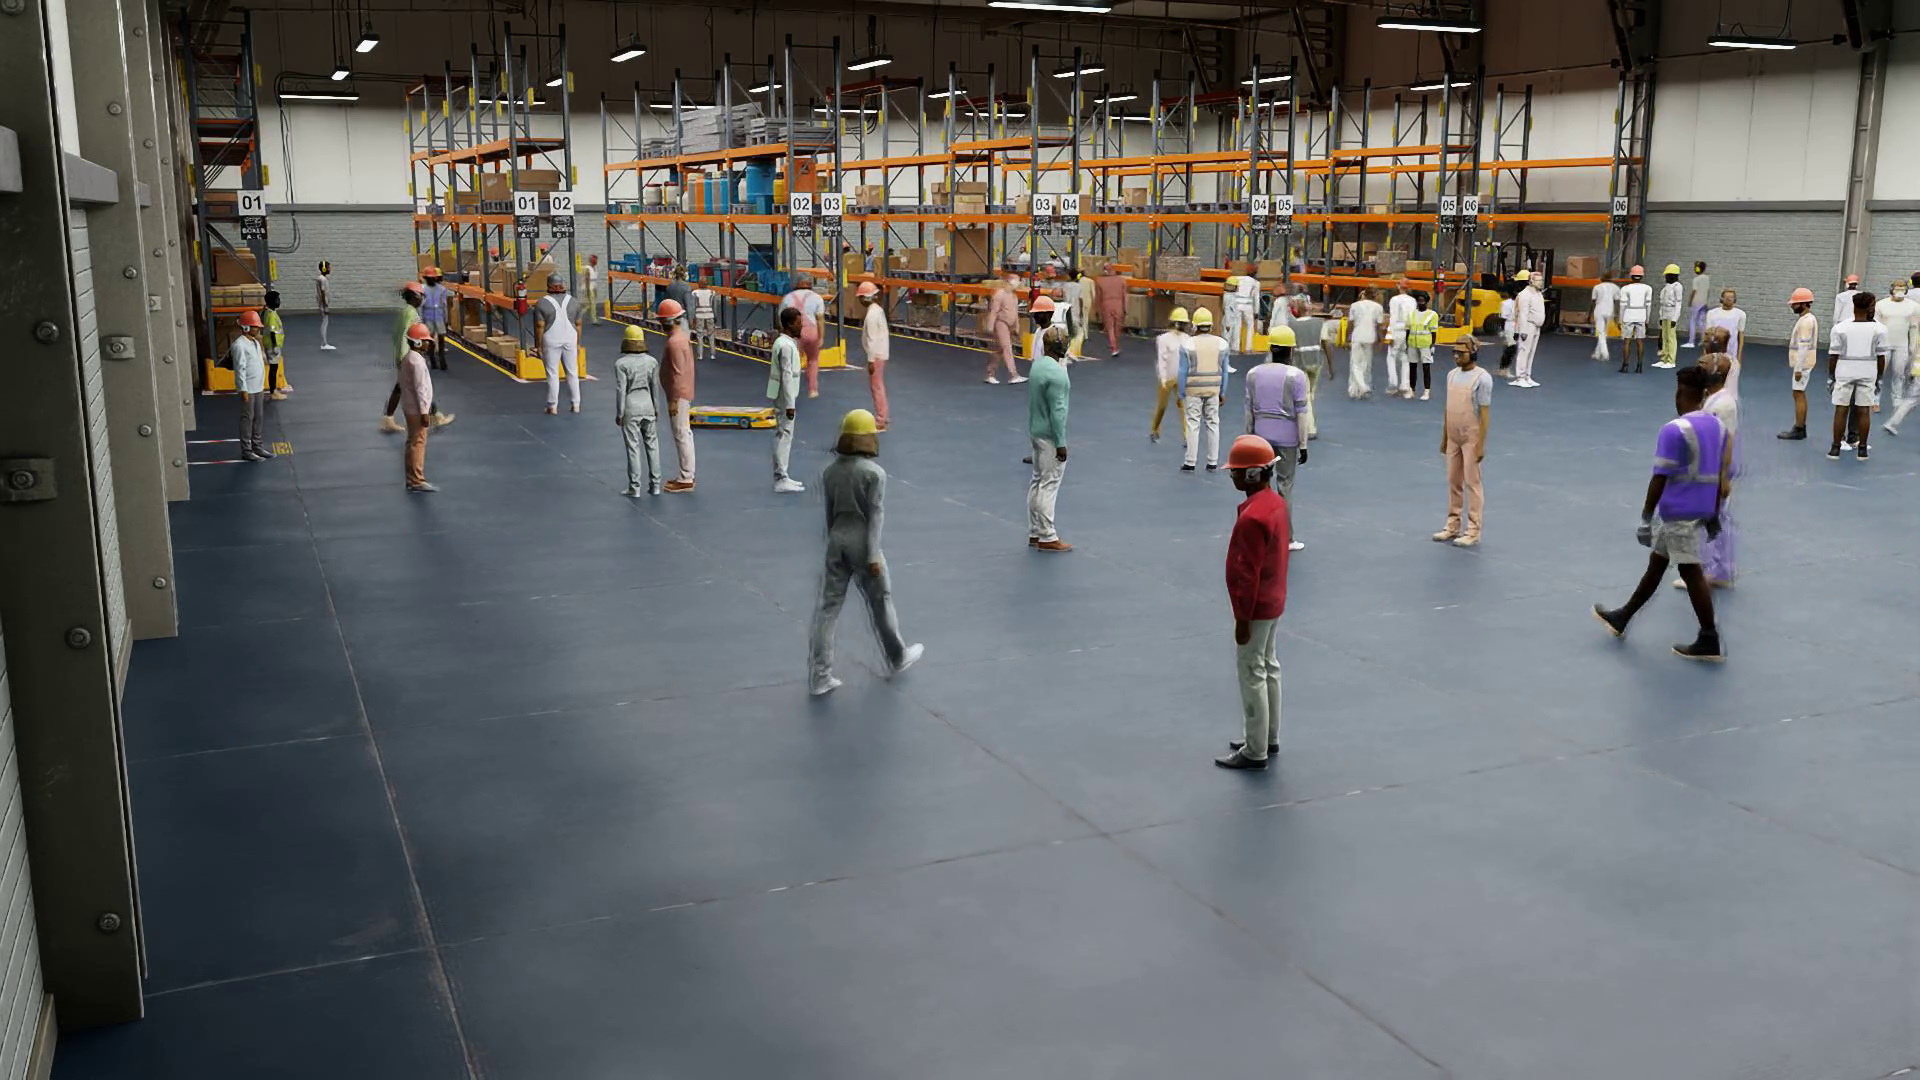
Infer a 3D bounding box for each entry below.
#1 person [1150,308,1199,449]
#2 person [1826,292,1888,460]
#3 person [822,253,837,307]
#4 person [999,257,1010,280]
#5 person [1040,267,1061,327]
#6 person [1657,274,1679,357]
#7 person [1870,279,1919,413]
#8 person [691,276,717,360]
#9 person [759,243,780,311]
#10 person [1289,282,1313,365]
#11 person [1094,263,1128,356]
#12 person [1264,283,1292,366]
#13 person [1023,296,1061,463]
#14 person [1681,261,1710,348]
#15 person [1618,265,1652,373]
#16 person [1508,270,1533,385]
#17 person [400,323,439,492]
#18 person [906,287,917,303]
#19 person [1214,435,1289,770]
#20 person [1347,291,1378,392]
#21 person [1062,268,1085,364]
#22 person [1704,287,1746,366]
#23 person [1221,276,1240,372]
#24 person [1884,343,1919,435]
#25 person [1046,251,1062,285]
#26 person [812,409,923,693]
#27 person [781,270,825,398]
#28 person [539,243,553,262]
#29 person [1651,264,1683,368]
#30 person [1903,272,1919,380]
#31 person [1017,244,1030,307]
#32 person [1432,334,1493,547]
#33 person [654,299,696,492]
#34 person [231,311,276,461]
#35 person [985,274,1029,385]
[{"bbox_3d":[2.640,-2.012,20.568,0.525,1.723,0.904,-4,12,-19],"label":"person"},{"bbox_3d":[10.452,-1.908,19.415,0.607,1.966,0.367,5,12,22],"label":"person"},{"bbox_3d":[-3.867,-7.604,48.978,0.571,1.719,0.649,-8,14,-35],"label":"person"},{"bbox_3d":[1.380,-7.458,48.579,0.555,1.599,0.652,3,12,16],"label":"person"},{"bbox_3d":[1.943,-5.187,36.775,0.574,1.701,0.928,-2,11,-12],"label":"person"},{"bbox_3d":[14.204,-4.504,33.299,0.316,1.695,0.542,-1,11,-5],"label":"person"},{"bbox_3d":[13.449,-2.788,23.983,0.628,1.933,0.367,4,12,19],"label":"person"},{"bbox_3d":[-5.010,-4.342,32.620,0.510,1.640,0.308,-3,12,-15],"label":"person"},{"bbox_3d":[-5.433,-7.574,48.066,0.634,2.024,0.619,-4,12,-20],"label":"person"},{"bbox_3d":[6.404,-4.073,31.351,0.844,1.600,0.514,9,14,37],"label":"person"},{"bbox_3d":[3.041,-4.672,33.759,0.663,1.848,0.998,-2,11,-8],"label":"person"},{"bbox_3d":[5.887,-3.905,30.514,0.819,1.597,0.520,5,12,22],"label":"person"},{"bbox_3d":[0.951,-1.804,18.963,0.354,1.939,0.545,-5,12,-23],"label":"person"},{"bbox_3d":[15.783,-5.044,35.626,0.571,1.861,0.421,-6,13,-28],"label":"person"},{"bbox_3d":[12.149,-3.974,29.986,0.543,1.939,0.360,1,11,7],"label":"person"},{"bbox_3d":[9.415,-3.543,27.828,0.388,1.926,0.590,9,14,38],"label":"person"},{"bbox_3d":[-5.608,-1.374,17.282,0.361,1.742,0.563,-6,13,-29],"label":"person"},{"bbox_3d":[-1.572,-8.404,53.291,0.576,1.628,0.301,11,15,43],"label":"person"},{"bbox_3d":[1.514,0.320,8.669,0.354,1.743,0.572,5,12,23],"label":"person"},{"bbox_3d":[6.495,-3.195,26.787,0.517,1.639,0.313,2,11,9],"label":"person"},{"bbox_3d":[2.163,-4.280,31.823,0.533,1.826,0.595,7,13,33],"label":"person"},{"bbox_3d":[10.676,-2.603,23.268,0.520,1.841,0.342,6,13,28],"label":"person"},{"bbox_3d":[4.911,-3.917,30.218,0.305,1.736,0.484,3,12,17],"label":"person"},{"bbox_3d":[12.416,-2.125,21.478,0.834,1.591,0.566,2,11,10],"label":"person"},{"bbox_3d":[2.769,-7.690,49.312,0.533,1.767,0.326,3,12,16],"label":"person"},{"bbox_3d":[-0.609,0.052,10.159,0.495,1.691,0.908,7,13,32],"label":"person"},{"bbox_3d":[-2.453,-3.194,25.765,0.709,2.000,0.831,3,11,14],"label":"person"},{"bbox_3d":[-12.113,-7.677,48.660,0.382,1.996,0.608,-10,15,-42],"label":"person"},{"bbox_3d":[13.208,-4.163,30.970,0.362,1.930,0.587,0,11,-2],"label":"person"},{"bbox_3d":[16.429,-3.675,28.660,0.517,1.865,0.327,4,12,19],"label":"person"},{"bbox_3d":[1.959,-8.172,51.396,0.409,1.913,0.642,5,12,25],"label":"person"},{"bbox_3d":[4.383,-0.866,14.463,0.339,1.838,0.507,-5,12,-25],"label":"person"},{"bbox_3d":[-2.945,-1.493,17.240,0.396,1.990,0.621,0,11,-2],"label":"person"},{"bbox_3d":[-8.246,-1.793,19.405,0.350,1.743,0.563,0,11,1],"label":"person"},{"bbox_3d":[0.812,-3.540,28.009,0.903,1.855,0.702,5,12,22],"label":"person"}]
